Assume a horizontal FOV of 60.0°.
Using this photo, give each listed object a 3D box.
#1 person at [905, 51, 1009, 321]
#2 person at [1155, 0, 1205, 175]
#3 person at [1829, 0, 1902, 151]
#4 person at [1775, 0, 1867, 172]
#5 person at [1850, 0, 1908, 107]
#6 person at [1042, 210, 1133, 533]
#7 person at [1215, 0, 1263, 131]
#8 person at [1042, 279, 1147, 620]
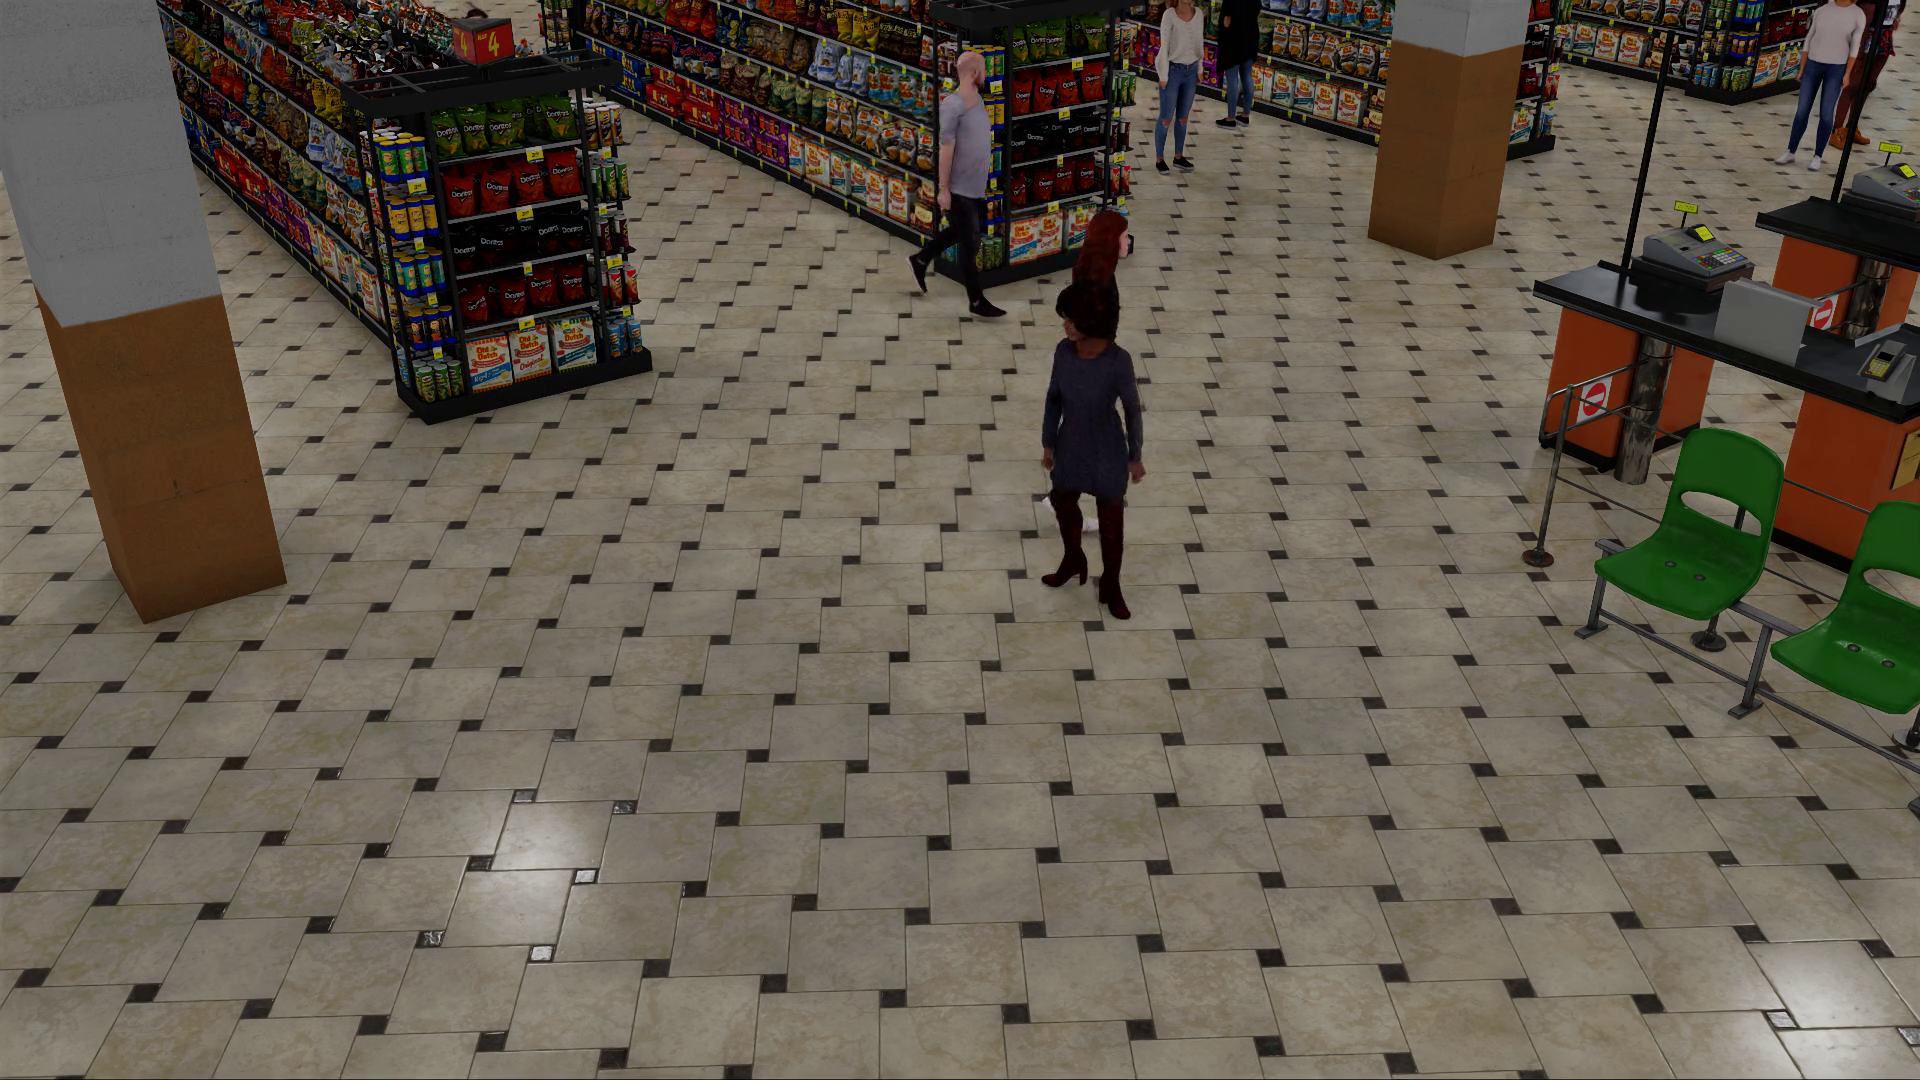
[{"bbox_3d":[-0.049,-2.467,11.574,1.256,1.803,1.035,16,32,26],"label":"person"},{"bbox_3d":[1.927,-4.112,14.703,0.641,1.692,0.583,-14,32,-24],"label":"person"},{"bbox_3d":[8.439,-4.529,15.429,0.598,1.728,0.585,-17,33,-29],"label":"person"},{"bbox_3d":[7.694,-4.170,14.781,0.512,1.719,0.703,25,37,38],"label":"person"},{"bbox_3d":[9.288,-5.306,16.822,1.055,1.756,0.939,17,33,29],"label":"person"},{"bbox_3d":[0.591,-0.828,8.605,0.819,1.772,0.760,8,30,14],"label":"person"},{"bbox_3d":[2.700,-4.818,15.996,0.633,1.691,0.565,-16,33,-27],"label":"person"},{"bbox_3d":[0.654,-0.419,7.927,0.670,1.704,0.877,10,30,18],"label":"person"}]
